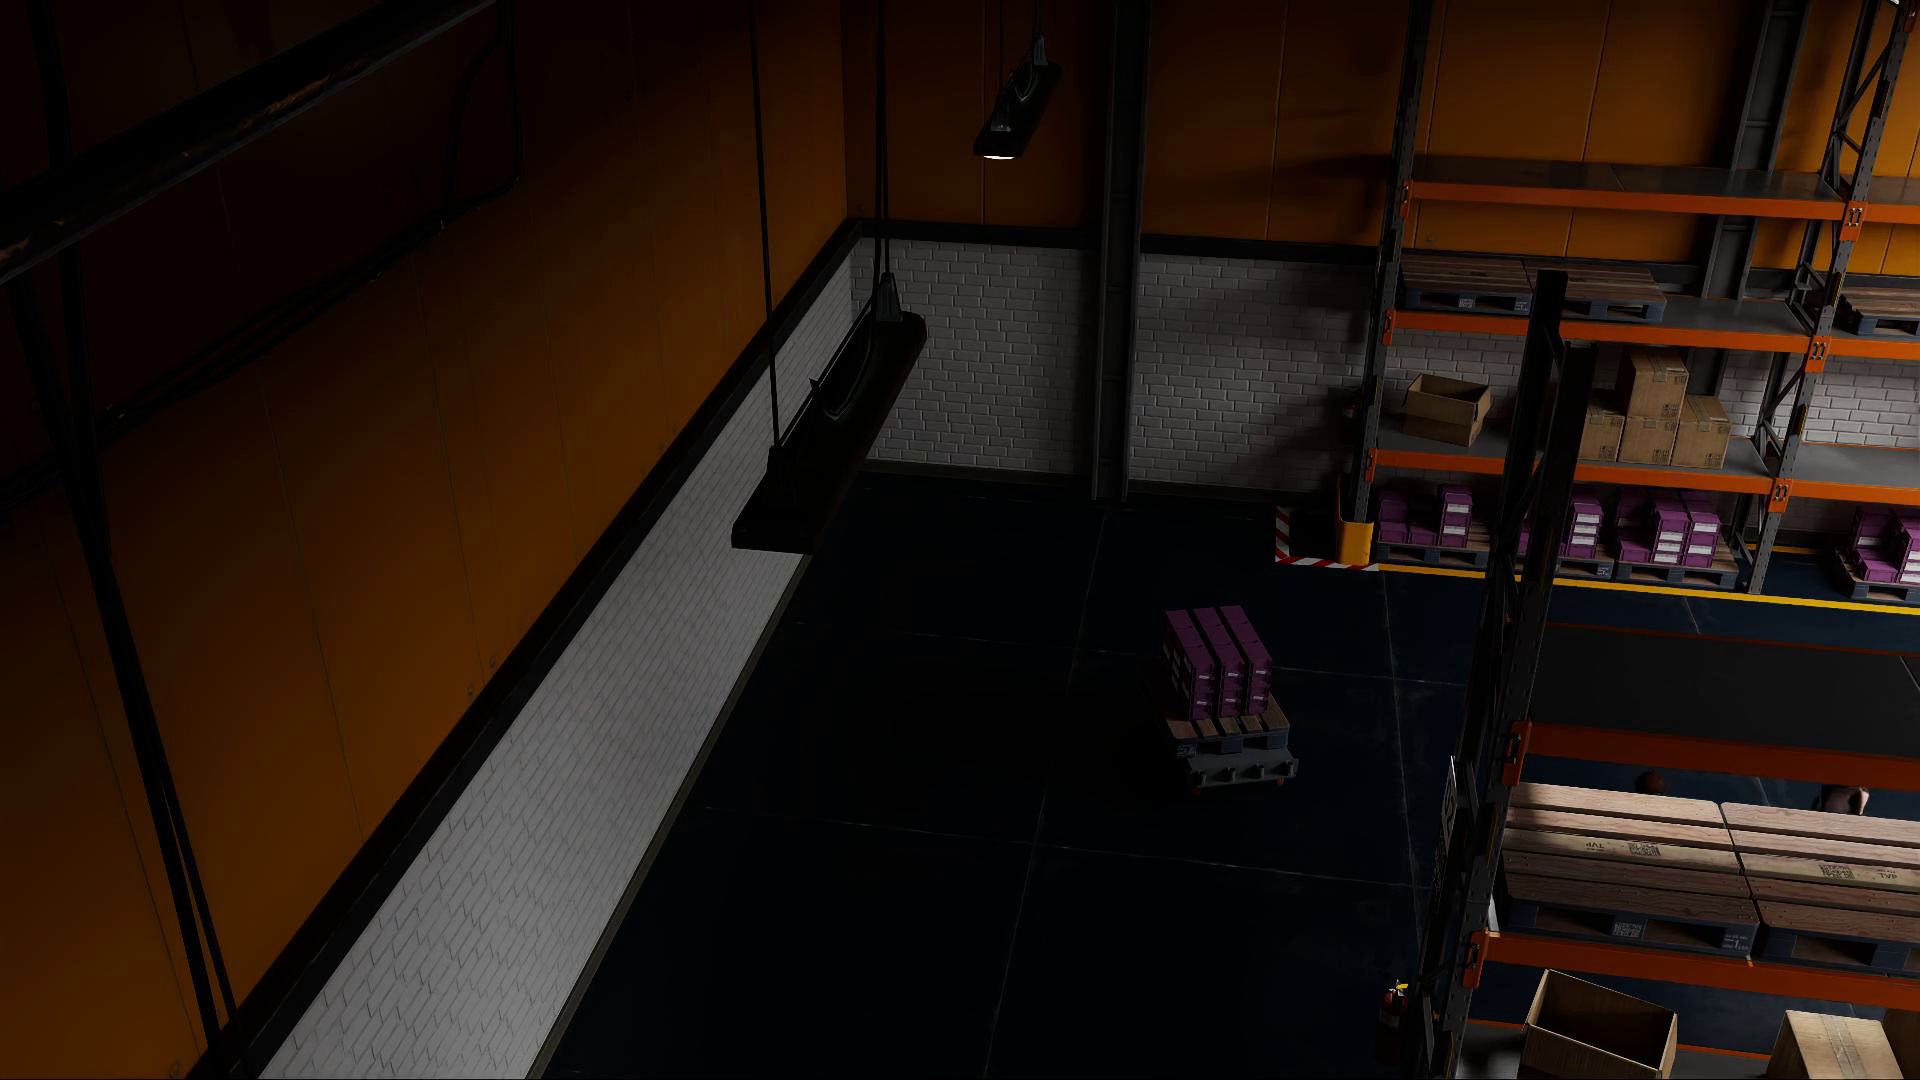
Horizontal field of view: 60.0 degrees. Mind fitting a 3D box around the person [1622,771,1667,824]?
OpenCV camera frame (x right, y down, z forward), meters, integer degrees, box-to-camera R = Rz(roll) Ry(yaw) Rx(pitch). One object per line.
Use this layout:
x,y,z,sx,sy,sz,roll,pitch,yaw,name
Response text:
5.037,2.296,12.294,0.746,1.438,0.685,-18,33,-29,person
